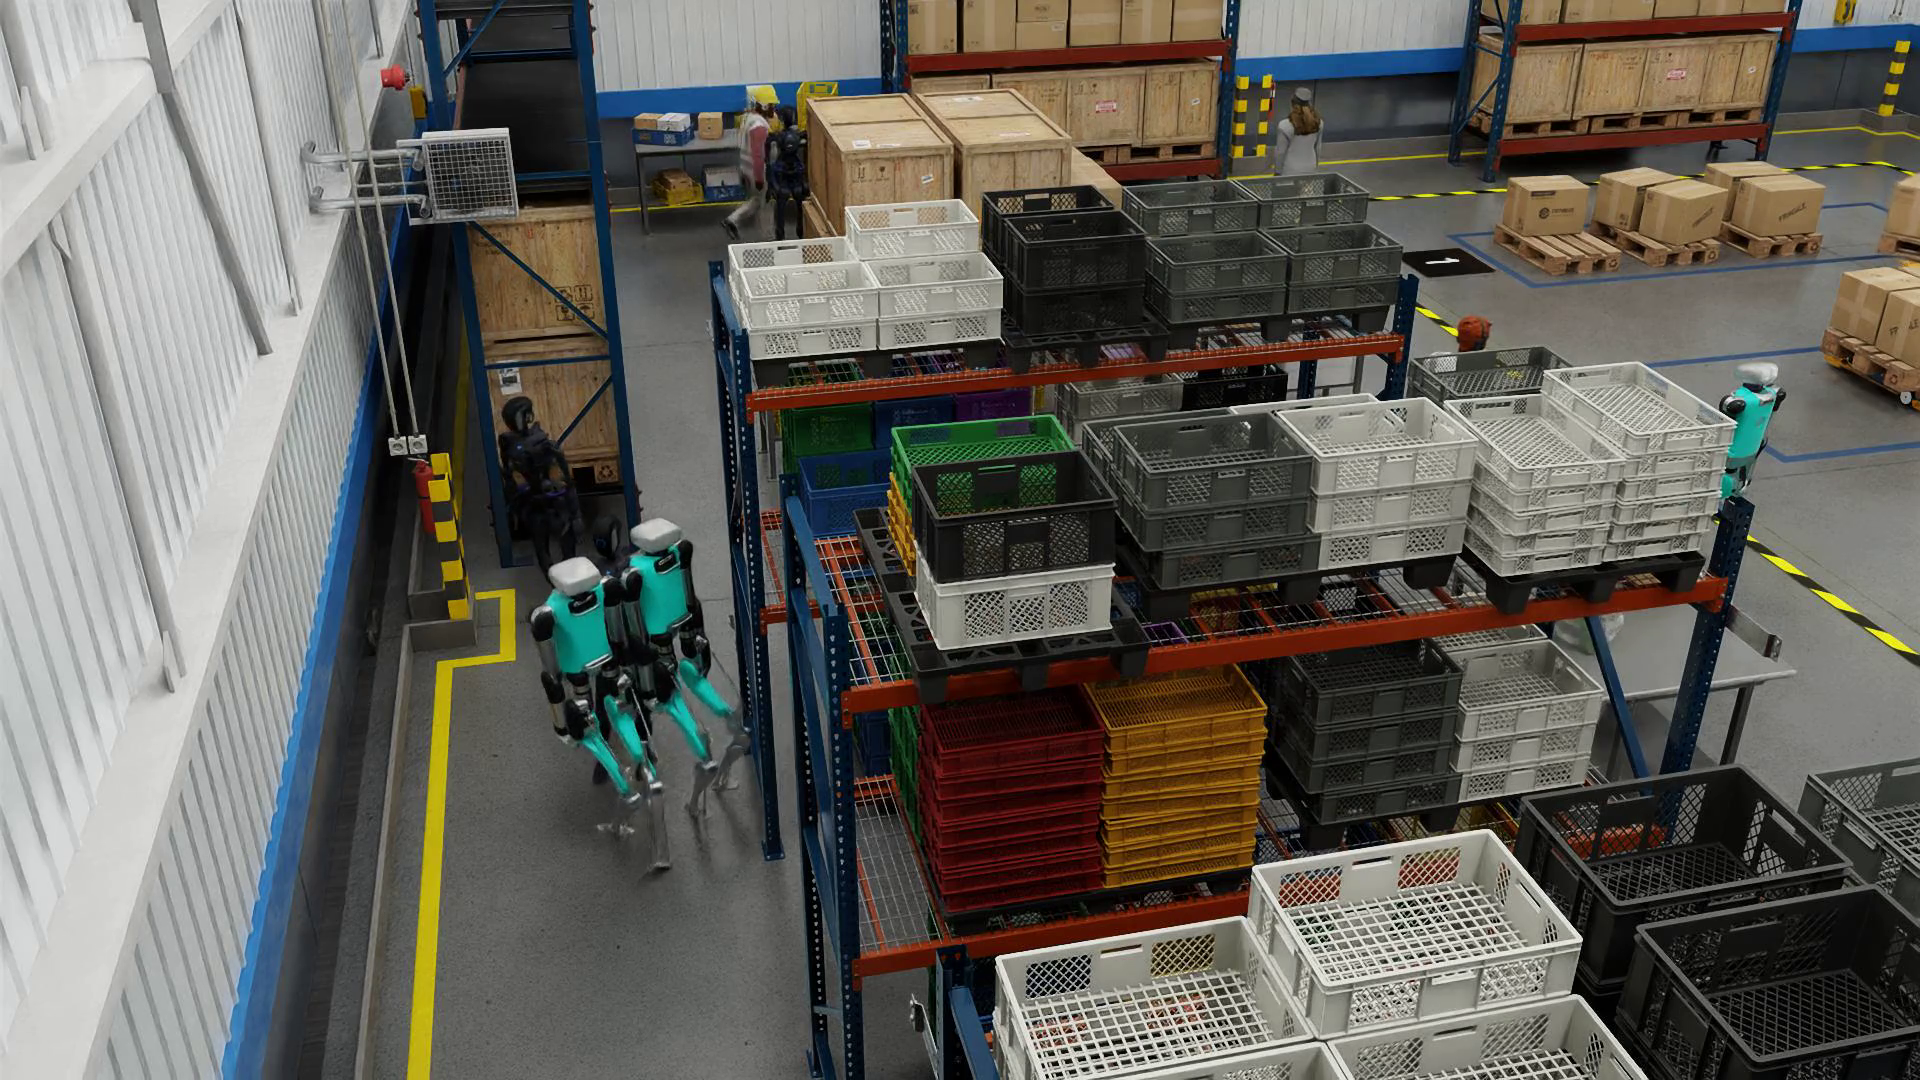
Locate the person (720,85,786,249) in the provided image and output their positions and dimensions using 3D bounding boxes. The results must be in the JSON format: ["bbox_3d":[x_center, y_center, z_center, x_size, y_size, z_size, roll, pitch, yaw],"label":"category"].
[{"bbox_3d":[-2.249,-4.037,18.079,0.662,1.797,0.597,-5,28,-10],"label":"person"}]

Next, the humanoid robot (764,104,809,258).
[{"bbox_3d":[-1.804,-3.826,17.779,0.599,1.657,0.315,-9,29,-16],"label":"humanoid robot"}]

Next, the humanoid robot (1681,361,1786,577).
[{"bbox_3d":[5.015,-0.485,11.243,0.533,1.681,0.735,-15,31,-26],"label":"humanoid robot"}]

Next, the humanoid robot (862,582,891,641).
[{"bbox_3d":[-0.298,0.010,10.512,1.055,1.766,0.549,-10,29,-19],"label":"humanoid robot"}]

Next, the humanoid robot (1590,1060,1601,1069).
[{"bbox_3d":[2.222,2.225,6.331,0.609,1.643,0.601,-15,31,-26],"label":"humanoid robot"}]

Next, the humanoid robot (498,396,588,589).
[{"bbox_3d":[-2.699,-0.200,10.916,0.612,1.633,0.418,11,30,20],"label":"humanoid robot"}]

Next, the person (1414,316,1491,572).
[{"bbox_3d":[3.422,-0.662,11.576,0.340,1.882,0.575,-17,32,-29],"label":"person"}]

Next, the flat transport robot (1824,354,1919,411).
[{"bbox_3d":[8.473,-1.467,14.800,0.652,0.197,1.431,-6,28,-12],"label":"flat transport robot"}]

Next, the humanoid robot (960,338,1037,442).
[{"bbox_3d":[0.300,-0.503,11.322,0.532,1.690,0.737,-4,28,-8],"label":"humanoid robot"}]

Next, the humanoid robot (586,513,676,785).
[{"bbox_3d":[-1.896,0.619,9.358,0.588,1.655,0.361,0,28,-1],"label":"humanoid robot"}]

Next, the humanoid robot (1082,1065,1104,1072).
[{"bbox_3d":[0.452,2.396,5.994,0.559,1.640,0.616,-25,36,-38],"label":"humanoid robot"}]

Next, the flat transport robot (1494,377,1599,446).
[{"bbox_3d":[4.780,-1.036,14.013,0.659,0.231,1.431,-6,28,-12],"label":"flat transport robot"}]

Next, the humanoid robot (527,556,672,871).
[{"bbox_3d":[-1.747,1.005,8.665,0.804,1.848,0.561,23,36,37],"label":"humanoid robot"}]

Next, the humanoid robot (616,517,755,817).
[{"bbox_3d":[-1.431,0.751,9.037,0.685,1.762,0.532,15,31,26],"label":"humanoid robot"}]

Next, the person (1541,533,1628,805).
[{"bbox_3d":[3.490,0.534,9.250,0.427,1.940,0.612,5,28,9],"label":"person"}]

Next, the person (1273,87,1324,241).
[{"bbox_3d":[3.645,-4.007,18.037,0.564,1.769,0.394,-11,30,-19],"label":"person"}]

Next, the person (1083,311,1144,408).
[{"bbox_3d":[1.172,-1.329,12.667,0.613,2.042,0.371,19,33,31],"label":"person"}]

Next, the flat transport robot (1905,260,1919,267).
[{"bbox_3d":[10.358,-2.877,17.475,0.652,0.197,1.431,23,35,36],"label":"flat transport robot"}]
